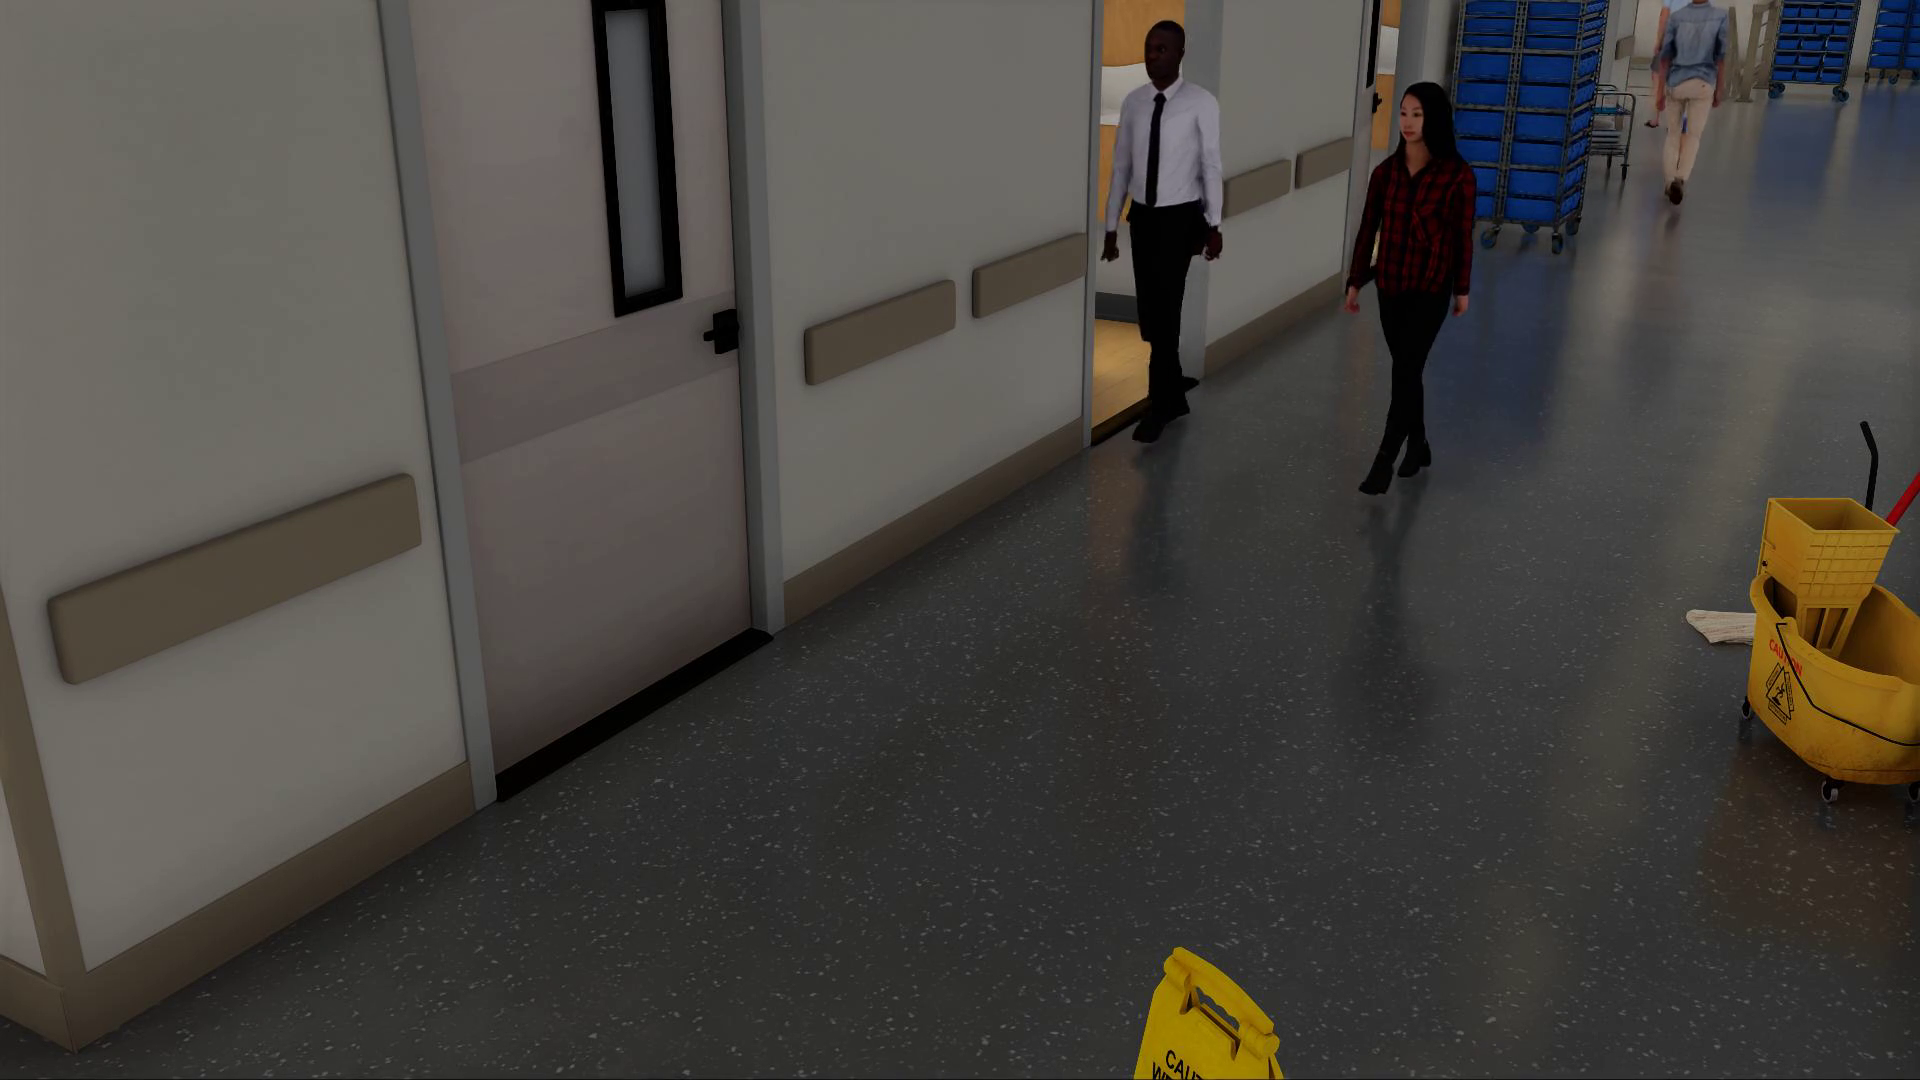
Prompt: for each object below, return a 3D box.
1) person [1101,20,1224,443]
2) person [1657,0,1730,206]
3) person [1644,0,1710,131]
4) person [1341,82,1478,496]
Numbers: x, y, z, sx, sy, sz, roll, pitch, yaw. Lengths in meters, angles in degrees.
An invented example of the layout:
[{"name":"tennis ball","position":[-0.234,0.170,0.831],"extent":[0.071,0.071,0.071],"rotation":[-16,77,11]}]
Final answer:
[{"name":"person","position":[0.976,-1.397,7.532],"extent":[0.727,1.817,0.890],"rotation":[14,25,33]},{"name":"person","position":[5.873,-3.615,13.393],"extent":[0.658,1.812,1.174],"rotation":[11,23,27]},{"name":"person","position":[7.692,-5.269,17.758],"extent":[0.856,1.814,0.938],"rotation":[3,21,8]},{"name":"person","position":[1.893,-1.026,6.813],"extent":[0.697,1.632,0.949],"rotation":[16,26,36]}]
